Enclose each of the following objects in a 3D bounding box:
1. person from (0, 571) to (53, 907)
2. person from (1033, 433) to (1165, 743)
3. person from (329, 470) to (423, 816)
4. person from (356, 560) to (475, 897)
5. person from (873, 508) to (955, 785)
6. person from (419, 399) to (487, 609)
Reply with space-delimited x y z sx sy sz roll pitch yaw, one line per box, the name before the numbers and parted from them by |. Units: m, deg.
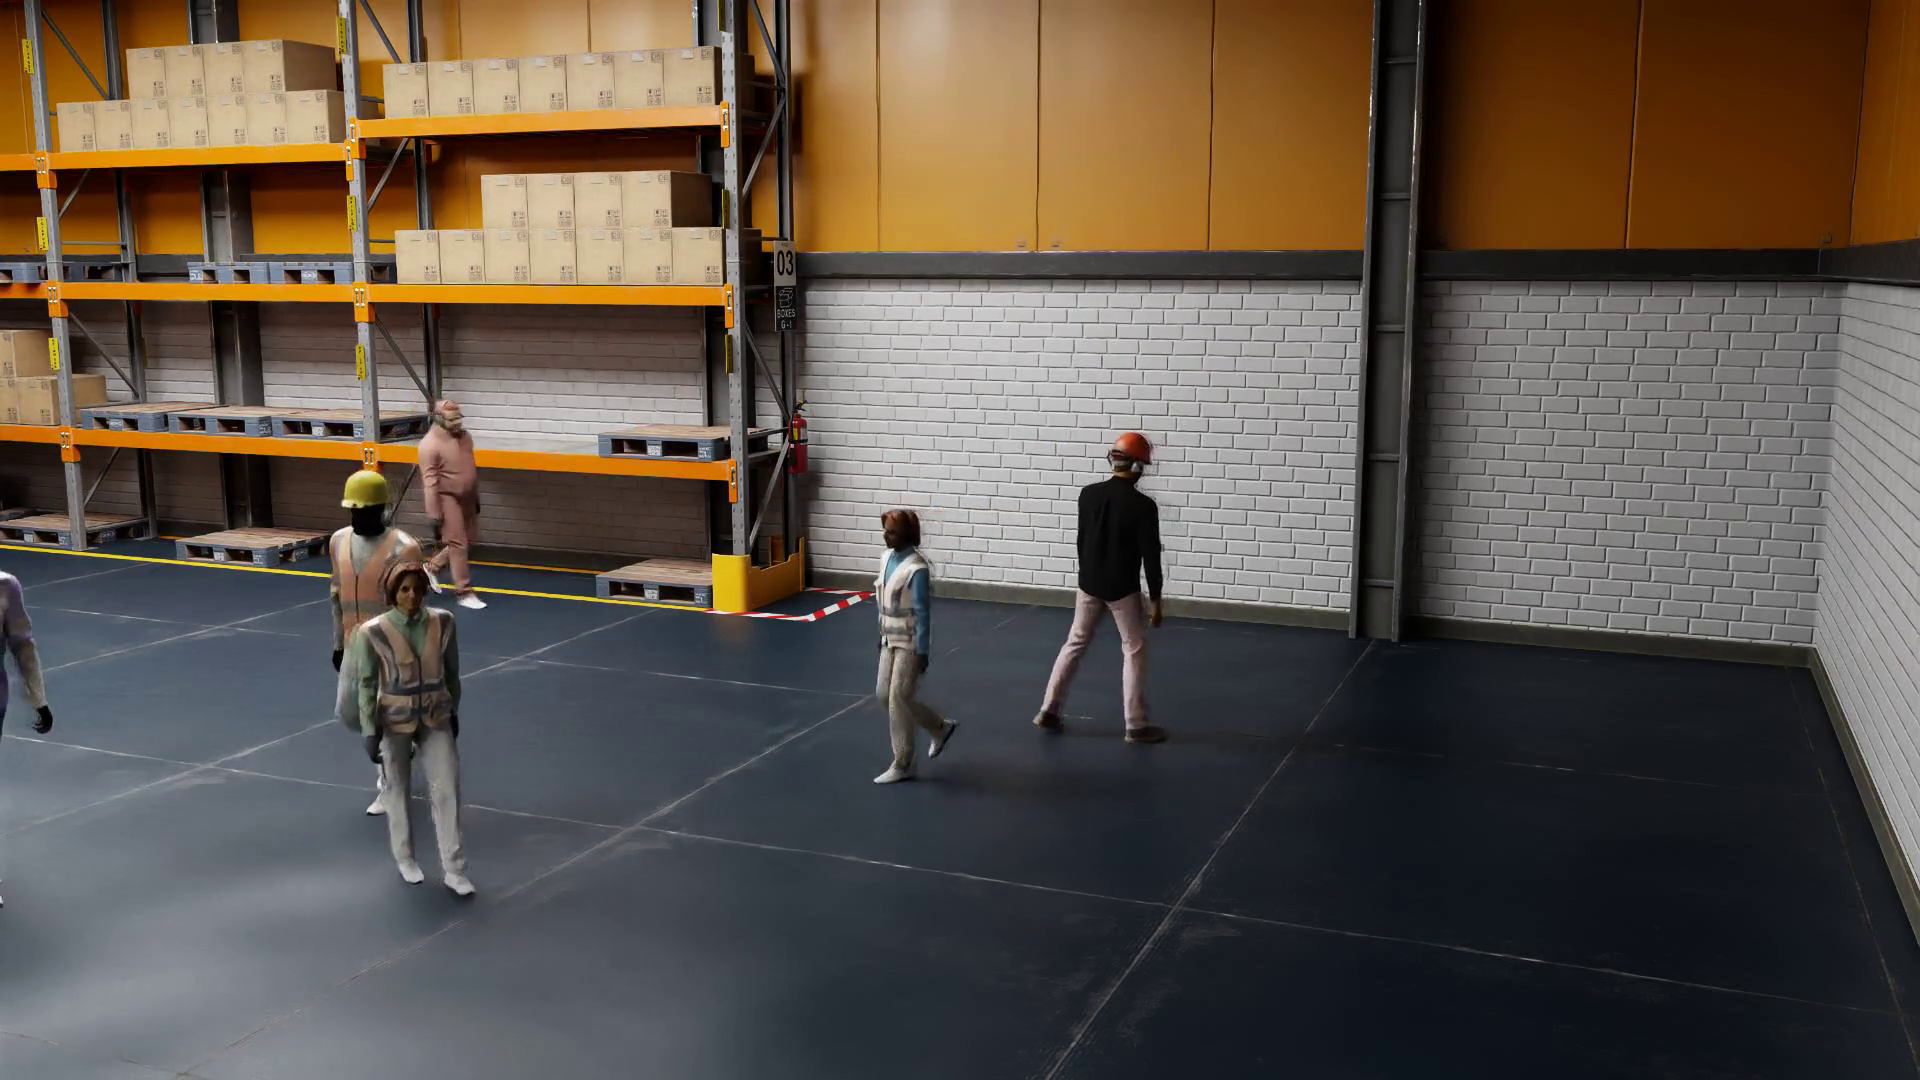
person | -4.635 0.782 7.842 0.888 1.885 0.612 8 12 39
person | 0.912 0.306 10.550 0.847 1.961 0.600 8 12 39
person | -3.211 0.552 9.190 0.605 1.908 0.458 3 10 20
person | -2.577 0.908 7.917 0.535 1.605 0.744 -7 12 -37
person | -0.280 0.604 9.730 0.503 1.619 0.531 -5 10 -26
person | -4.520 -0.315 14.596 0.679 1.867 0.698 3 10 18
